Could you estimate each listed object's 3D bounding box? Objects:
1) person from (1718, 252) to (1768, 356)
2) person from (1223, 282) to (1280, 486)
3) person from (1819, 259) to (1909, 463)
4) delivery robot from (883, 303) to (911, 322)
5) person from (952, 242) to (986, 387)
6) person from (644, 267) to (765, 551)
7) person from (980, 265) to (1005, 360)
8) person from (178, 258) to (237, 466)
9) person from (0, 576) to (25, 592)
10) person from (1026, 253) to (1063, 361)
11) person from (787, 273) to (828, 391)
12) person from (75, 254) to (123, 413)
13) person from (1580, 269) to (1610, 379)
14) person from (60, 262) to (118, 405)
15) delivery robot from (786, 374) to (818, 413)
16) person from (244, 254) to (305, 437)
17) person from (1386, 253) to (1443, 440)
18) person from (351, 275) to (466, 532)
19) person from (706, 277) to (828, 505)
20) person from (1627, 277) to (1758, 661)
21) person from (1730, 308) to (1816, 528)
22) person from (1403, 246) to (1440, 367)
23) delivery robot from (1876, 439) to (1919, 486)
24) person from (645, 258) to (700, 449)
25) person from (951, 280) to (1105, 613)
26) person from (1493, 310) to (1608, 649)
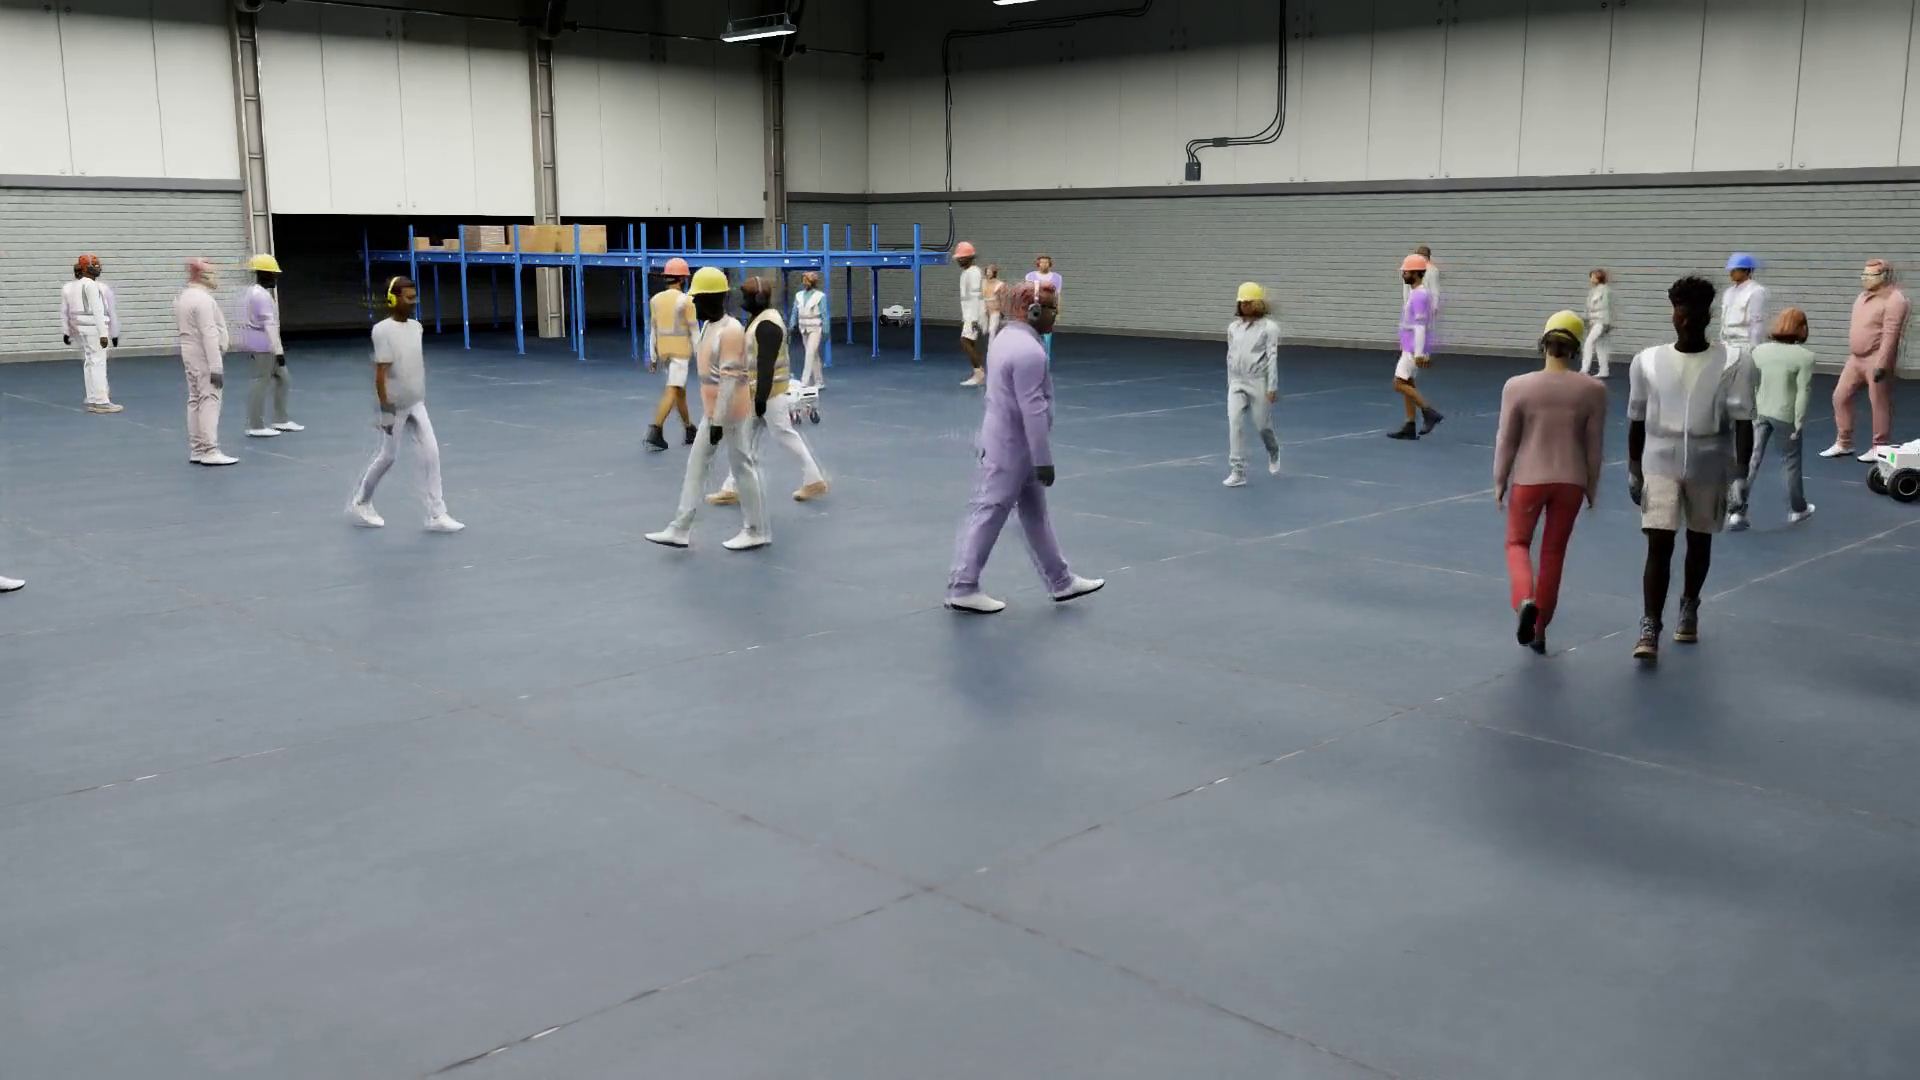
[{"bbox_3d":[8.381,-2.104,17.777,0.594,1.934,0.622,-3,11,-15],"label":"person"},{"bbox_3d":[2.513,-1.342,14.211,0.492,1.718,0.688,8,13,36],"label":"person"},{"bbox_3d":[8.436,-1.664,15.524,0.700,1.882,0.674,-1,10,-7],"label":"person"},{"bbox_3d":[-1.472,-5.304,38.866,0.477,0.478,0.707,-10,14,-44],"label":"delivery robot"},{"bbox_3d":[0.143,-3.106,23.070,0.542,2.016,0.693,-3,11,-14],"label":"person"},{"bbox_3d":[-1.704,-0.849,11.050,0.899,1.888,0.617,-5,12,-27],"label":"person"},{"bbox_3d":[0.535,-3.934,28.650,0.520,1.615,0.746,4,11,20],"label":"person"},{"bbox_3d":[-6.994,-1.650,15.445,0.426,1.894,0.664,-9,14,-41],"label":"person"},{"bbox_3d":[-5.926,-0.561,9.531,0.647,1.881,0.863,9,14,40],"label":"person"},{"bbox_3d":[1.297,-3.529,25.832,0.594,1.830,0.443,0,10,-2],"label":"person"},{"bbox_3d":[-2.072,-2.786,22.417,0.530,1.604,0.831,8,13,38],"label":"person"},{"bbox_3d":[-10.405,-2.486,20.017,0.355,1.883,0.575,-10,15,-44],"label":"person"},{"bbox_3d":[9.305,-3.173,24.494,0.725,1.607,0.546,0,10,1],"label":"person"},{"bbox_3d":[-11.050,-2.645,21.153,0.611,1.796,0.981,0,10,-2],"label":"person"},{"bbox_3d":[-1.938,-1.656,18.973,0.477,0.478,0.707,-10,14,-44],"label":"delivery robot"},{"bbox_3d":[-7.222,-2.045,17.536,0.713,1.899,0.629,-6,12,-28],"label":"person"},{"bbox_3d":[4.728,-1.998,17.245,0.474,1.922,0.552,3,11,18],"label":"person"},{"bbox_3d":[-4.056,-0.984,11.976,0.936,1.838,0.529,4,11,23],"label":"person"},{"bbox_3d":[-1.505,-1.180,13.157,0.961,1.800,0.628,-4,11,-19],"label":"person"},{"bbox_3d":[3.677,-0.363,8.411,0.615,1.906,1.028,5,12,27],"label":"person"},{"bbox_3d":[5.947,-0.883,12.081,0.879,1.585,0.514,-7,13,-35],"label":"person"},{"bbox_3d":[7.478,-3.788,26.965,0.372,1.940,0.631,-10,15,-44],"label":"person"},{"bbox_3d":[7.828,-0.643,13.446,0.707,0.478,0.477,1,11,7],"label":"delivery robot"},{"bbox_3d":[-2.875,-1.875,16.677,0.562,1.895,0.991,7,12,32],"label":"person"},{"bbox_3d":[0.392,-0.515,9.336,0.971,1.853,0.657,-1,10,-6],"label":"person"},{"bbox_3d":[2.968,-0.280,8.372,0.528,1.742,0.521,2,11,9],"label":"person"}]
